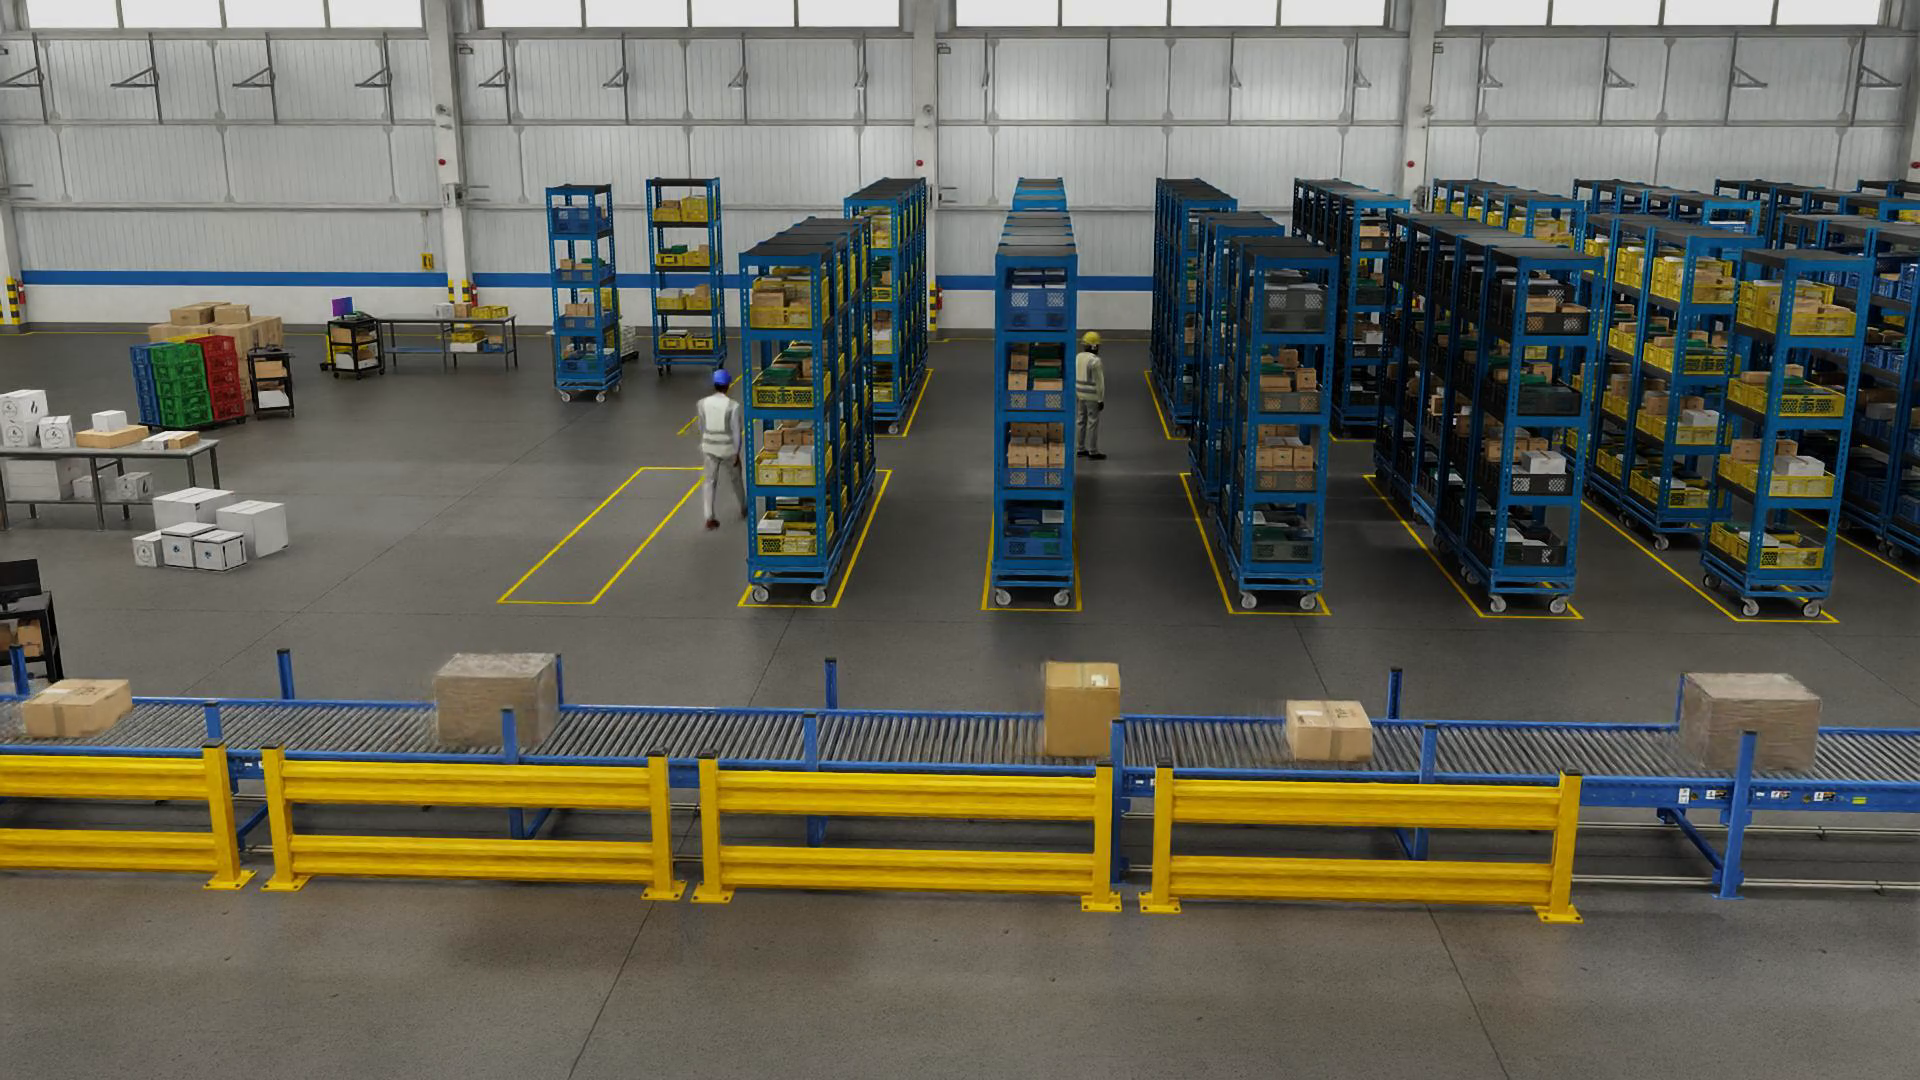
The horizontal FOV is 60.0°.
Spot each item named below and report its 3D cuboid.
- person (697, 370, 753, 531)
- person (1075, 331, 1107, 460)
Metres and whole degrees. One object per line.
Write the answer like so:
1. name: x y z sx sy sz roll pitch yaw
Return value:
1. person: -2.859 -1.119 20.095 0.608 1.890 1.004 4 16 14
2. person: 1.861 -2.055 23.686 0.404 1.837 0.590 -10 18 -33
